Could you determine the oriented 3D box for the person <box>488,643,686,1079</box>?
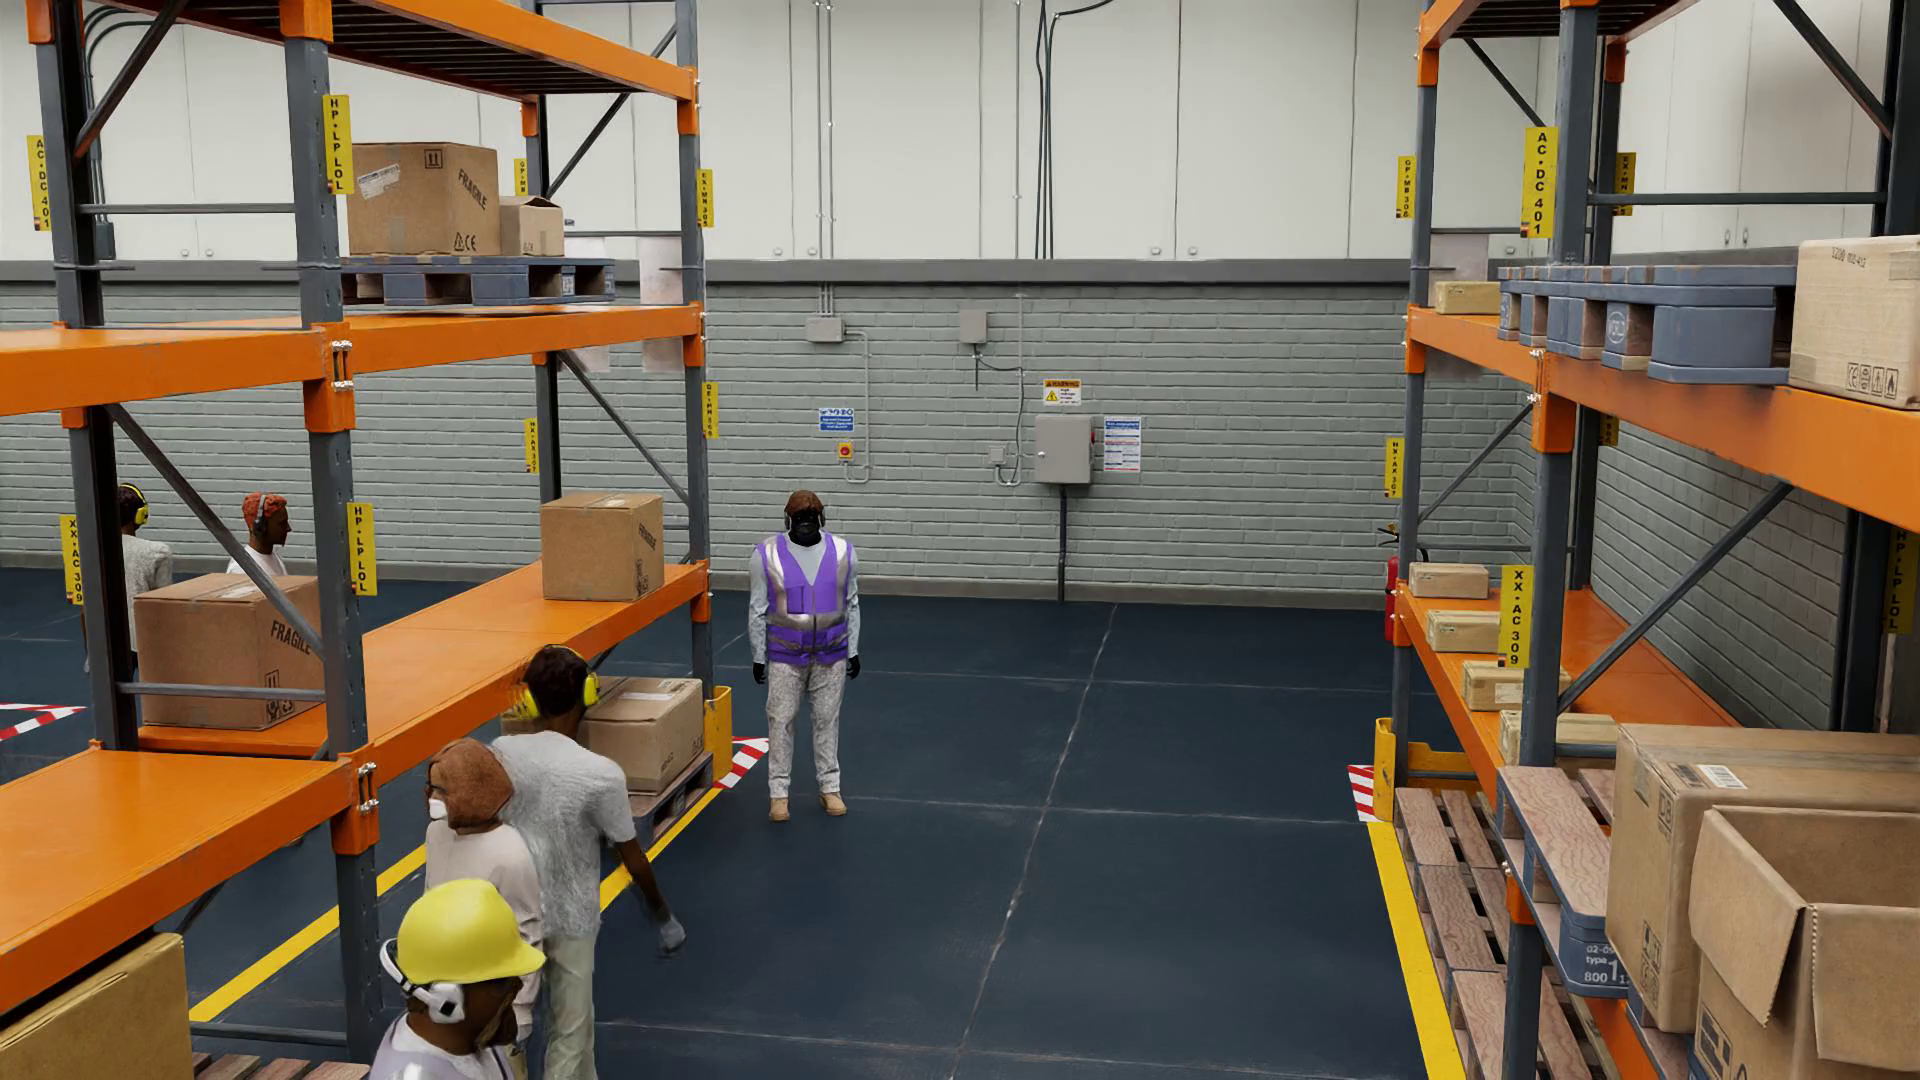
[{"bbox_3d":[-1.243,1.249,5.383,0.566,1.842,0.731,5,11,29],"label":"person"}]

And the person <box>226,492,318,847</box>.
[{"bbox_3d":[-3.664,0.680,8.805,0.359,1.880,0.575,-1,9,-6],"label":"person"}]

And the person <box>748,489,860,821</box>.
[{"bbox_3d":[-0.850,0.632,9.210,0.633,1.842,0.429,-3,10,-17],"label":"person"}]

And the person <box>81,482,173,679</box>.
[{"bbox_3d":[-4.583,0.614,9.238,0.532,1.868,0.310,-2,9,-12],"label":"person"}]

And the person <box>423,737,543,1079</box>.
[{"bbox_3d":[-1.479,1.401,5.106,0.509,1.631,0.269,7,12,38],"label":"person"}]

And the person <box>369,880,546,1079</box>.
[{"bbox_3d":[-1.026,1.581,3.434,0.404,1.823,0.587,-2,9,-11],"label":"person"}]
